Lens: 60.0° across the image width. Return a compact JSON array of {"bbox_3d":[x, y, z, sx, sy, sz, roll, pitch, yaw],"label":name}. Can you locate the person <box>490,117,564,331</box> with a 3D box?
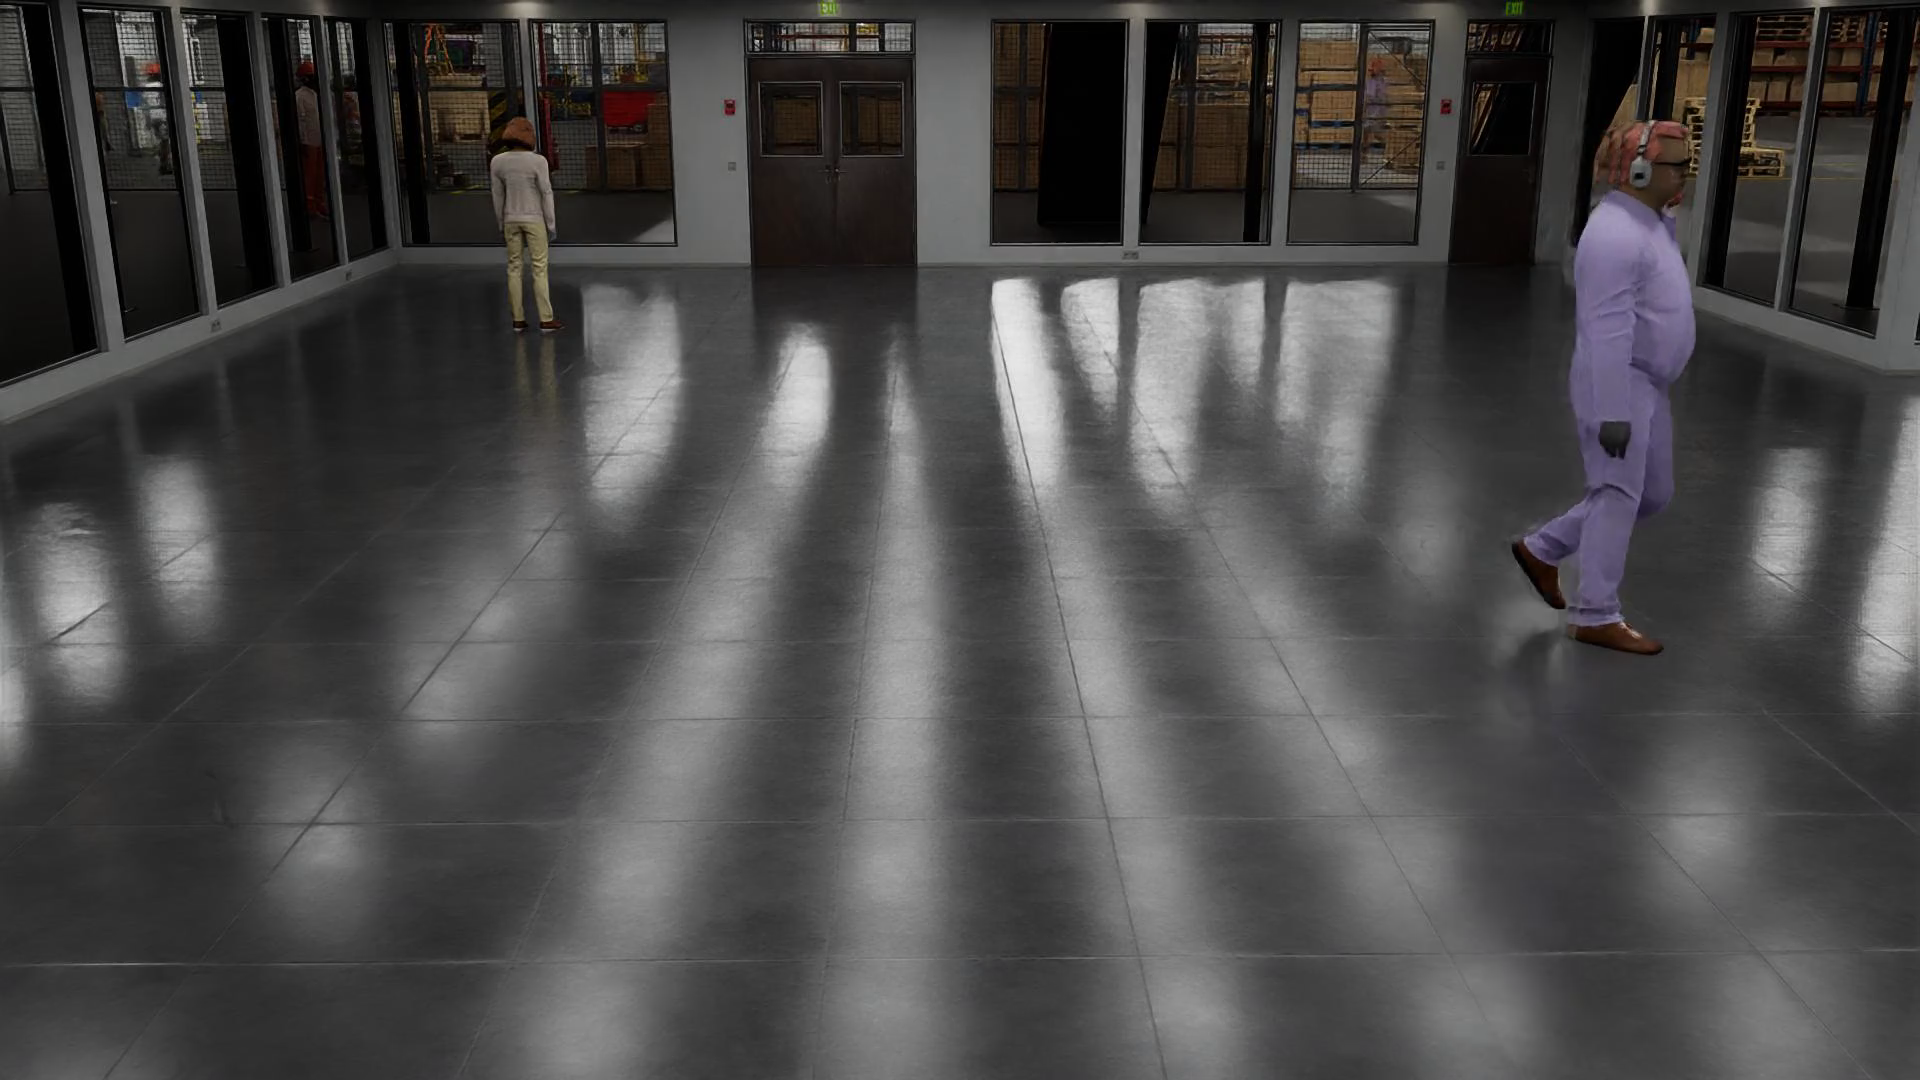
[{"bbox_3d":[-3.354,-2.431,12.854,0.499,1.633,0.281,4,17,13],"label":"person"}]

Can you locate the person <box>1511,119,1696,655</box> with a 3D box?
[{"bbox_3d":[2.326,-0.532,5.941,0.515,1.890,0.650,11,20,33],"label":"person"}]
